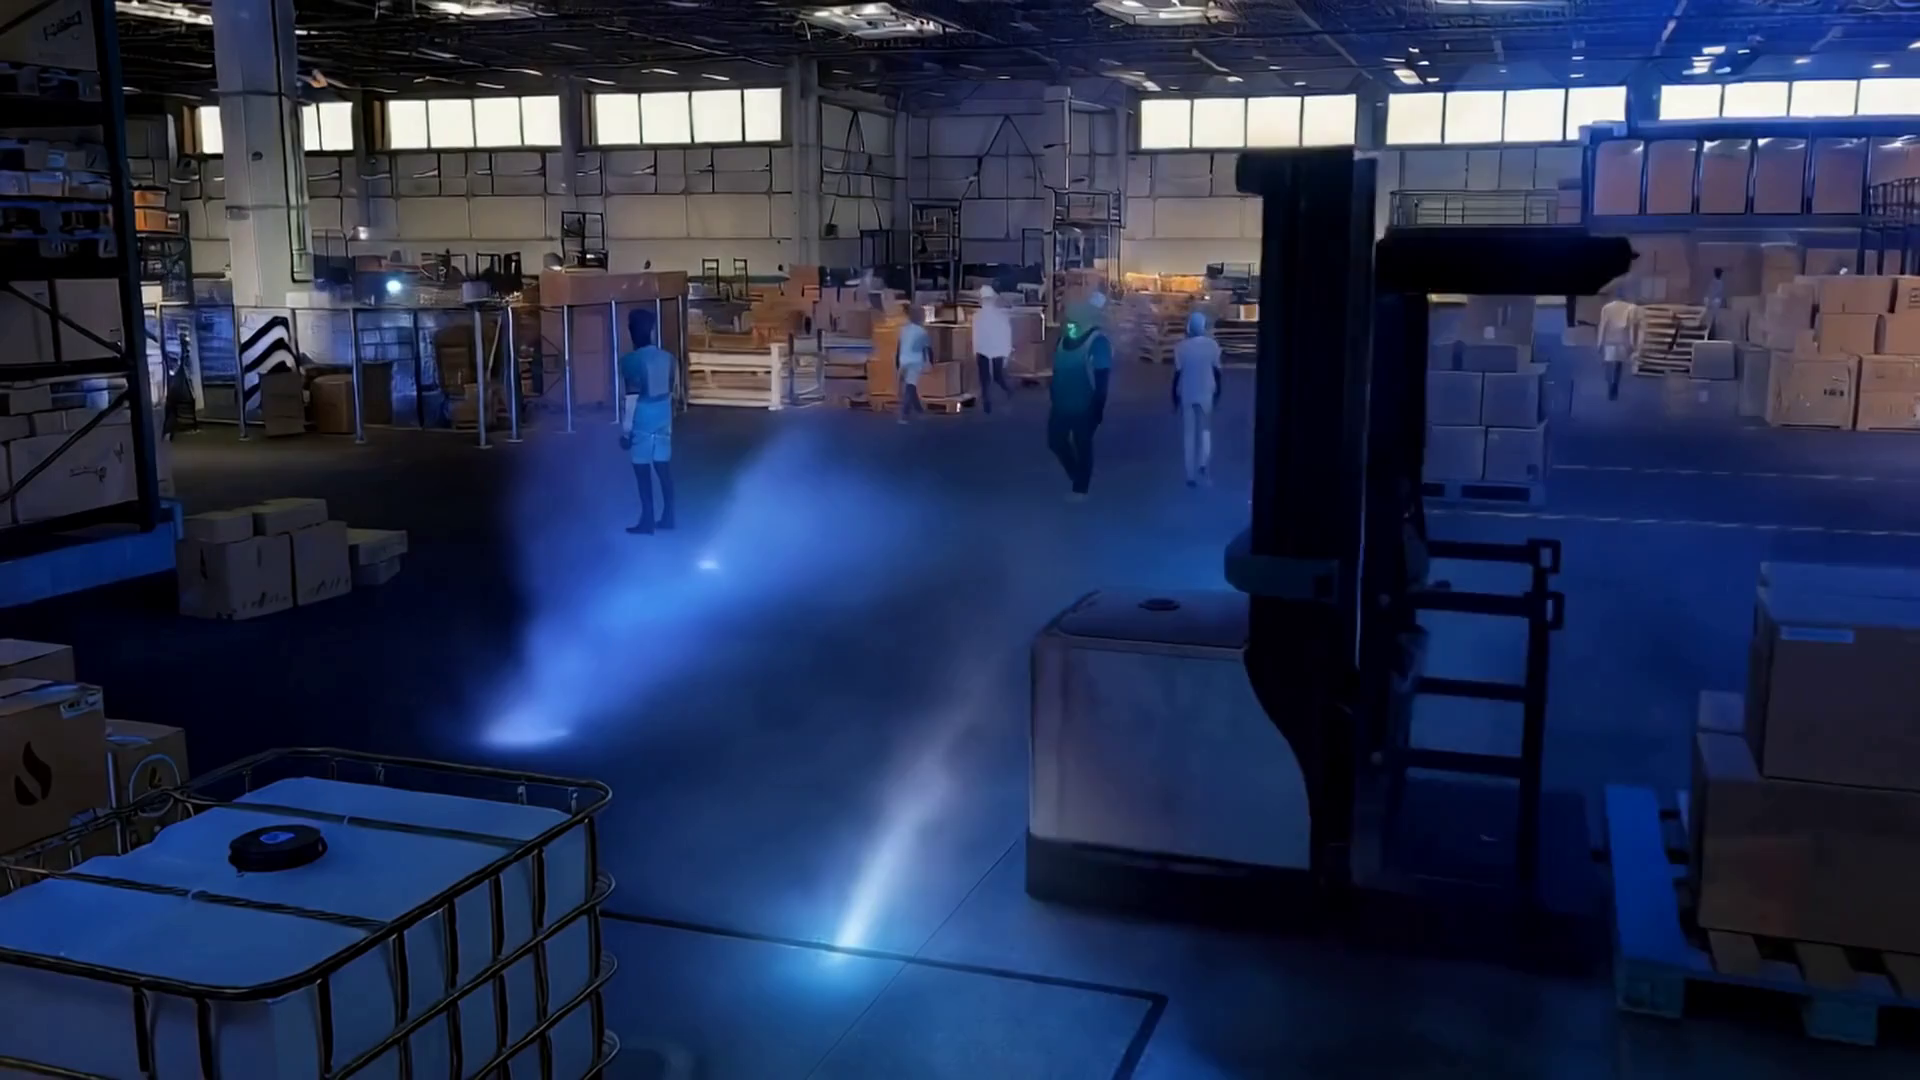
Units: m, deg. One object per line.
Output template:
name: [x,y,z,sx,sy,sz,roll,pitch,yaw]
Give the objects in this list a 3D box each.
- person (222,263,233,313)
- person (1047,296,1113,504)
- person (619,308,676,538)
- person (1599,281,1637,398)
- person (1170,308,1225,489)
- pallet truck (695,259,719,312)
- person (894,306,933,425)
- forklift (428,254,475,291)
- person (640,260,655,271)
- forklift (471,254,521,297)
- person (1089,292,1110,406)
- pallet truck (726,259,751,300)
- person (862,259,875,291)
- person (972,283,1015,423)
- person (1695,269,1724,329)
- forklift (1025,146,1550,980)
person: [-26.557,-9.117,60.371,0.403,1.832,0.602,3,11,18]
person: [1.127,-1.363,16.111,0.698,2.000,0.539,10,14,44]
person: [-2.685,-1.000,14.278,0.362,1.962,0.613,6,12,31]
person: [10.705,-3.248,27.096,0.548,1.916,0.796,3,10,16]
person: [2.443,-1.449,17.137,0.566,1.852,0.415,0,10,1]
pallet truck: [-9.165,-9.627,62.776,0.823,1.965,1.885,4,11,23]
person: [-0.631,-2.459,23.379,0.549,1.642,0.890,7,12,35]
forklift: [-20.133,-10.254,65.465,1.157,1.987,2.680,3,11,19]
person: [-11.886,-9.727,63.597,0.643,1.909,0.410,1,10,4]
forklift: [-17.990,-10.121,64.684,1.157,1.987,2.680,3,11,17]
person: [2.129,-2.983,26.010,0.329,1.769,0.526,-5,11,-26]
pallet truck: [-7.986,-9.493,62.019,0.823,1.965,1.885,3,11,17]
person: [-3.534,-9.477,61.980,1.078,1.972,0.651,-5,11,-28]
person: [0.481,-2.649,23.577,0.621,1.965,0.616,5,11,27]
person: [21.852,-6.940,48.159,1.034,1.828,0.576,3,11,17]
forklift: [1.274,-0.017,6.168,1.873,2.768,1.129,3,11,19]
